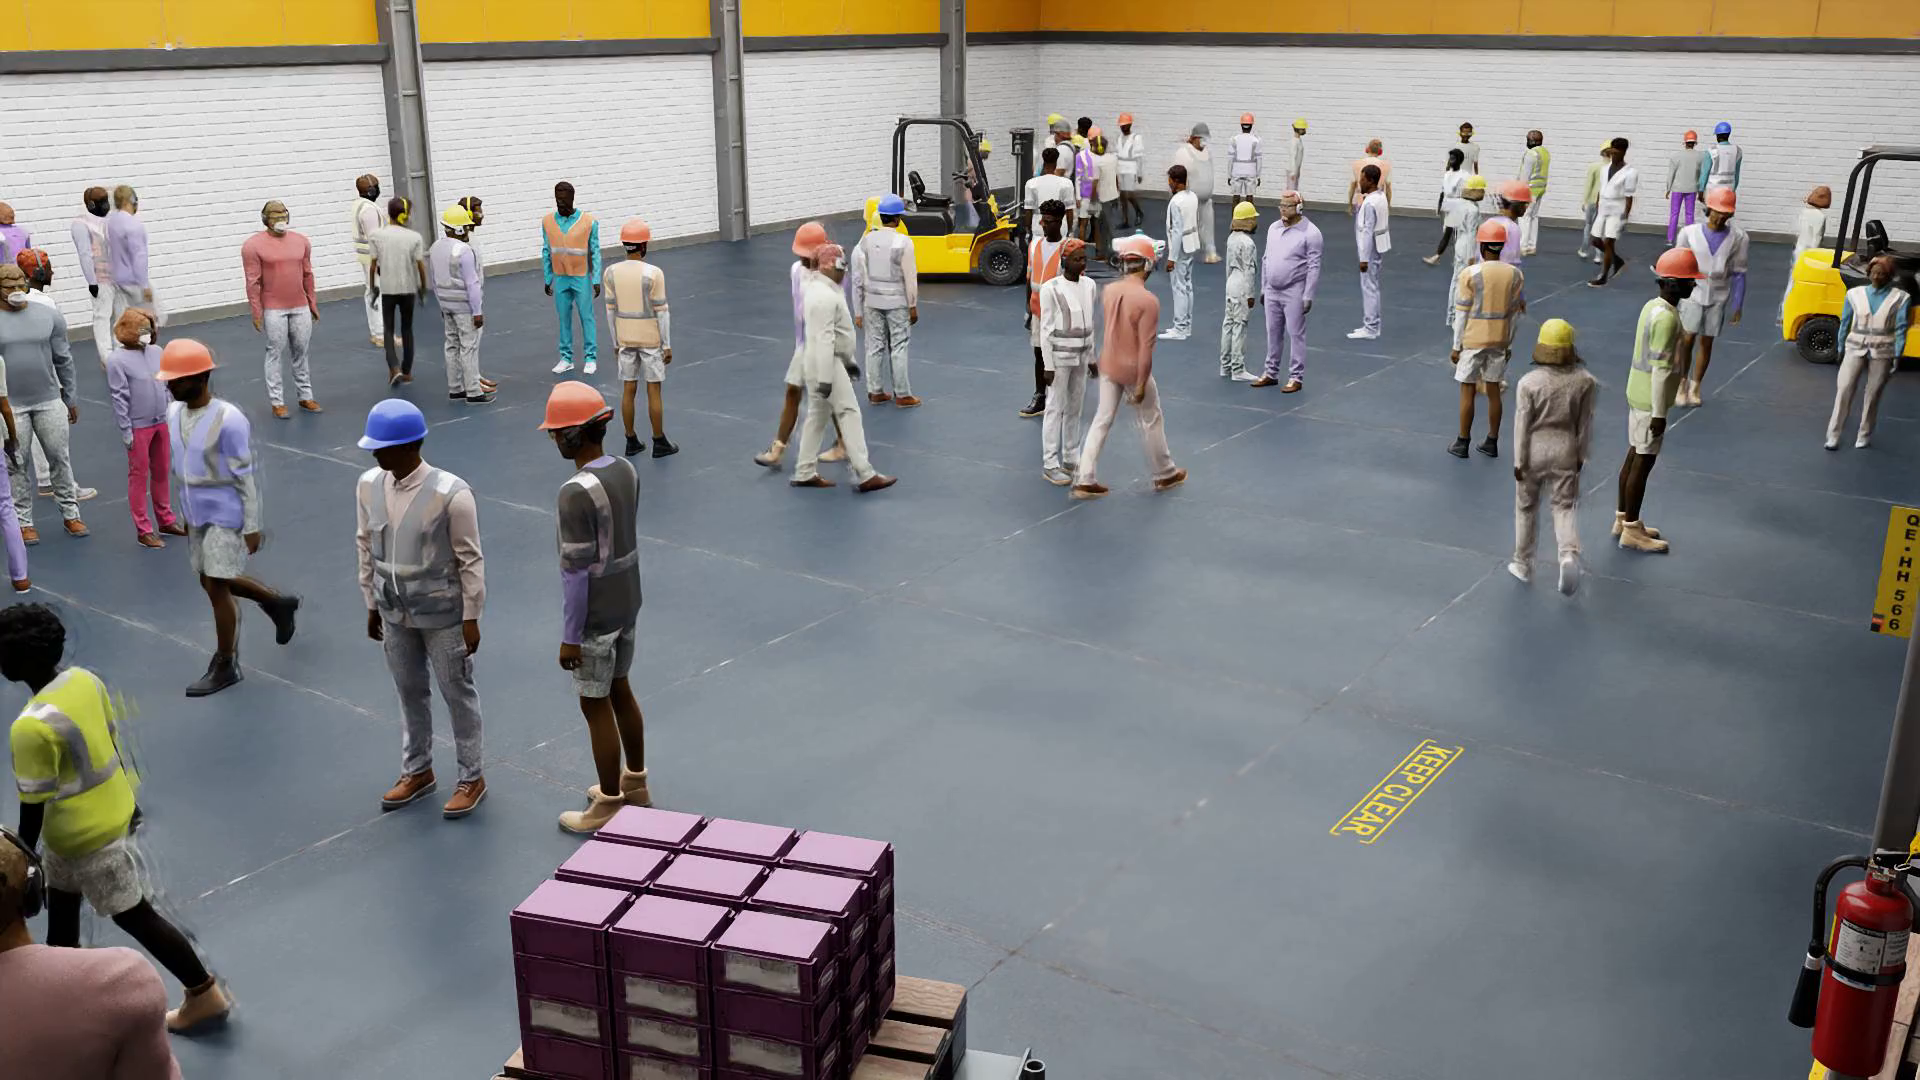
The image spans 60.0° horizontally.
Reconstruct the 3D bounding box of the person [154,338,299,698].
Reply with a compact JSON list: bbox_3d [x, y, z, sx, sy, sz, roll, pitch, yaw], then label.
[{"bbox_3d":[-3.969,-0.167,8.993,0.553,1.916,0.789,9,20,26],"label":"person"}]

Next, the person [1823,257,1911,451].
[{"bbox_3d":[7.443,-1.496,13.646,0.518,1.606,0.801,12,21,33],"label":"person"}]

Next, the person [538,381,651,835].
[{"bbox_3d":[-1.611,0.304,7.338,0.409,2.028,0.613,3,18,11],"label":"person"}]

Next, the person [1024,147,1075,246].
[{"bbox_3d":[1.079,-3.738,20.069,0.603,1.966,0.368,2,18,7],"label":"person"}]

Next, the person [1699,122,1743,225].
[{"bbox_3d":[11.316,-5.247,24.839,0.604,1.939,0.416,-2,18,-6],"label":"person"}]

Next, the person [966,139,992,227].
[{"bbox_3d":[0.263,-4.896,24.041,0.400,1.737,0.566,-1,18,-5],"label":"person"}]

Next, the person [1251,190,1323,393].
[{"bbox_3d":[3.112,-2.368,15.882,0.409,1.908,0.639,-15,23,-39],"label":"person"}]

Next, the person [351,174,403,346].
[{"bbox_3d":[-6.339,-3.037,18.071,0.429,1.846,0.633,-10,20,-28],"label":"person"}]

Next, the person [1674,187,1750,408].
[{"bbox_3d":[6.789,-2.179,15.104,0.627,2.017,0.641,5,18,16],"label":"person"}]

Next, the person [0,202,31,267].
[{"bbox_3d":[-9.830,-2.688,17.310,0.313,1.641,0.515,5,18,15],"label":"person"}]

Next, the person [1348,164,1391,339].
[{"bbox_3d":[4.567,-3.190,18.453,0.392,1.912,0.596,8,19,24],"label":"person"}]

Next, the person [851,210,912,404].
[{"bbox_3d":[-0.700,-2.158,15.367,0.602,1.821,0.403,-7,19,-21],"label":"person"}]

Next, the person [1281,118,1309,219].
[{"bbox_3d":[5.780,-6.357,28.612,0.372,1.756,0.533,7,19,21],"label":"person"}]

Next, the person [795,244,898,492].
[{"bbox_3d":[-0.885,-1.303,12.636,0.859,1.860,0.666,-3,18,-10],"label":"person"}]

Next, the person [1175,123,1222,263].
[{"bbox_3d":[3.419,-4.955,23.755,0.710,2.000,0.886,-14,22,-36],"label":"person"}]

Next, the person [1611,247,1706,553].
[{"bbox_3d":[4.700,-0.945,11.208,0.395,2.044,0.609,5,18,14],"label":"person"}]

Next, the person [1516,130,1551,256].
[{"bbox_3d":[8.491,-5.164,24.752,0.429,1.831,0.638,16,24,41],"label":"person"}]

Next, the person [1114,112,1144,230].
[{"bbox_3d":[2.783,-6.119,27.599,0.497,1.916,0.575,-15,23,-39],"label":"person"}]

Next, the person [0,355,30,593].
[{"bbox_3d":[-6.087,-0.548,10.267,0.508,1.862,0.326,-11,21,-31],"label":"person"}]

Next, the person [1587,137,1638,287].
[{"bbox_3d":[8.609,-4.314,21.882,0.610,1.951,0.634,-7,19,-21],"label":"person"}]

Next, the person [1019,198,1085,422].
[{"bbox_3d":[0.813,-2.028,14.719,0.603,1.966,0.368,14,22,36],"label":"person"}]

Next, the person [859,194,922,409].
[{"bbox_3d":[-0.639,-2.171,15.196,0.604,1.949,0.398,12,21,33],"label":"person"}]

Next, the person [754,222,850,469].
[{"bbox_3d":[-1.222,-1.512,13.096,0.960,1.972,0.697,-16,24,-41],"label":"person"}]

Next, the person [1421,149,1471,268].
[{"bbox_3d":[6.884,-4.663,23.446,0.864,1.651,0.552,-5,19,-16],"label":"person"}]

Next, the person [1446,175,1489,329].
[{"bbox_3d":[5.823,-3.292,19.036,0.319,1.742,0.492,1,18,3],"label":"person"}]

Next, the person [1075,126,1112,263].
[{"bbox_3d":[1.930,-4.975,23.986,0.545,1.938,0.362,-4,18,-11],"label":"person"}]

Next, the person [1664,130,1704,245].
[{"bbox_3d":[11.224,-5.448,25.754,0.563,1.756,0.318,4,18,11],"label":"person"}]

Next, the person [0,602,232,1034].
[{"bbox_3d":[-3.049,0.995,5.777,0.862,1.650,0.534,-4,18,-12],"label":"person"}]

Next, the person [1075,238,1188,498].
[{"bbox_3d":[1.265,-1.273,12.427,0.989,1.931,0.602,-16,23,-40],"label":"person"}]

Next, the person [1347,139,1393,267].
[{"bbox_3d":[5.708,-4.656,23.178,0.601,1.816,0.565,2,18,7],"label":"person"}]

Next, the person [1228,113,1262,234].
[{"bbox_3d":[4.621,-5.941,27.008,0.552,1.934,0.364,5,18,15],"label":"person"}]

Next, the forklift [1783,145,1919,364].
[{"bbox_3d":[9.803,-2.879,17.013,2.313,2.155,1.214,12,21,33],"label":"forklift"}]

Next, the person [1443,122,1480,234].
[{"bbox_3d":[7.847,-5.598,26.068,0.519,1.860,0.323,4,18,14],"label":"person"}]

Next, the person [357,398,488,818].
[{"bbox_3d":[-2.410,0.308,7.446,0.608,1.943,0.402,6,19,18],"label":"person"}]

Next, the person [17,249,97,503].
[{"bbox_3d":[-6.765,-1.210,12.313,0.579,1.878,0.354,13,22,35],"label":"person"}]

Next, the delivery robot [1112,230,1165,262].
[{"bbox_3d":[2.513,-4.118,23.387,0.707,0.478,0.477,10,21,30],"label":"delivery robot"}]

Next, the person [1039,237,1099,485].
[{"bbox_3d":[0.847,-1.380,12.830,0.356,1.883,0.572,17,24,42],"label":"person"}]

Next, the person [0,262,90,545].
[{"bbox_3d":[-6.351,-0.931,11.349,0.628,1.932,0.359,-14,22,-36],"label":"person"}]

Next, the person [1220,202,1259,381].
[{"bbox_3d":[2.779,-2.452,16.405,0.287,1.746,0.487,-5,18,-16],"label":"person"}]

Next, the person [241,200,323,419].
[{"bbox_3d":[-6.048,-2.068,14.892,0.354,1.936,0.635,15,23,39],"label":"person"}]

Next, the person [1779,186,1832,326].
[{"bbox_3d":[9.838,-3.239,19.069,0.694,1.604,0.527,0,18,0],"label":"person"}]

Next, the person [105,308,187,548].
[{"bbox_3d":[-5.529,-0.773,11.332,0.281,1.633,0.499,5,18,14],"label":"person"}]

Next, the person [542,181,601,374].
[{"bbox_3d":[-3.880,-2.628,16.677,0.594,1.915,0.373,3,18,9],"label":"person"}]

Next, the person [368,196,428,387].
[{"bbox_3d":[-5.447,-2.403,16.095,0.558,1.842,0.500,-6,19,-18],"label":"person"}]

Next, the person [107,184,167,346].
[{"bbox_3d":[-8.133,-2.528,16.384,0.486,1.905,0.653,-15,23,-39],"label":"person"}]

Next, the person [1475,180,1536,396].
[{"bbox_3d":[5.125,-2.346,15.632,0.574,2.024,0.633,2,18,6],"label":"person"}]

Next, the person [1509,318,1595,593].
[{"bbox_3d":[3.690,-0.519,10.384,0.486,1.720,0.652,1,18,3],"label":"person"}]

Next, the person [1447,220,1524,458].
[{"bbox_3d":[4.252,-1.624,13.529,0.539,1.929,0.392,-4,18,-12],"label":"person"}]

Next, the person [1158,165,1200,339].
[{"bbox_3d":[2.444,-3.179,18.408,0.394,1.913,0.587,8,19,24],"label":"person"}]

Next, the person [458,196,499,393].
[{"bbox_3d":[-4.633,-2.328,15.841,0.322,1.862,0.509,-4,18,-12],"label":"person"}]

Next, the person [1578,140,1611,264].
[{"bbox_3d":[9.278,-4.904,24.084,0.555,1.724,0.836,3,18,9],"label":"person"}]

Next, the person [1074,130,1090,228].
[{"bbox_3d":[2.075,-6.041,27.835,0.413,1.612,0.531,-1,18,-3],"label":"person"}]

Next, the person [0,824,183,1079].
[{"bbox_3d":[-2.025,1.518,3.695,0.633,1.932,0.363,-5,18,-16],"label":"person"}]

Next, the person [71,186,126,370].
[{"bbox_3d":[-8.633,-2.651,16.871,0.429,1.845,0.621,2,18,8],"label":"person"}]

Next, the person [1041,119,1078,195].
[{"bbox_3d":[1.423,-5.099,24.205,0.540,2.000,0.752,6,19,19],"label":"person"}]

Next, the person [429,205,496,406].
[{"bbox_3d":[-4.596,-2.160,15.350,0.600,1.830,0.403,14,22,37],"label":"person"}]

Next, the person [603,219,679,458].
[{"bbox_3d":[-2.591,-1.629,13.518,0.544,1.939,0.354,5,18,16],"label":"person"}]

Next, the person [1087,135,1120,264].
[{"bbox_3d":[2.047,-4.851,23.780,0.700,1.823,0.550,11,21,30],"label":"person"}]

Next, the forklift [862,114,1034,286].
[{"bbox_3d":[-0.171,-4.594,22.377,2.313,2.155,1.214,1,18,3],"label":"forklift"}]
